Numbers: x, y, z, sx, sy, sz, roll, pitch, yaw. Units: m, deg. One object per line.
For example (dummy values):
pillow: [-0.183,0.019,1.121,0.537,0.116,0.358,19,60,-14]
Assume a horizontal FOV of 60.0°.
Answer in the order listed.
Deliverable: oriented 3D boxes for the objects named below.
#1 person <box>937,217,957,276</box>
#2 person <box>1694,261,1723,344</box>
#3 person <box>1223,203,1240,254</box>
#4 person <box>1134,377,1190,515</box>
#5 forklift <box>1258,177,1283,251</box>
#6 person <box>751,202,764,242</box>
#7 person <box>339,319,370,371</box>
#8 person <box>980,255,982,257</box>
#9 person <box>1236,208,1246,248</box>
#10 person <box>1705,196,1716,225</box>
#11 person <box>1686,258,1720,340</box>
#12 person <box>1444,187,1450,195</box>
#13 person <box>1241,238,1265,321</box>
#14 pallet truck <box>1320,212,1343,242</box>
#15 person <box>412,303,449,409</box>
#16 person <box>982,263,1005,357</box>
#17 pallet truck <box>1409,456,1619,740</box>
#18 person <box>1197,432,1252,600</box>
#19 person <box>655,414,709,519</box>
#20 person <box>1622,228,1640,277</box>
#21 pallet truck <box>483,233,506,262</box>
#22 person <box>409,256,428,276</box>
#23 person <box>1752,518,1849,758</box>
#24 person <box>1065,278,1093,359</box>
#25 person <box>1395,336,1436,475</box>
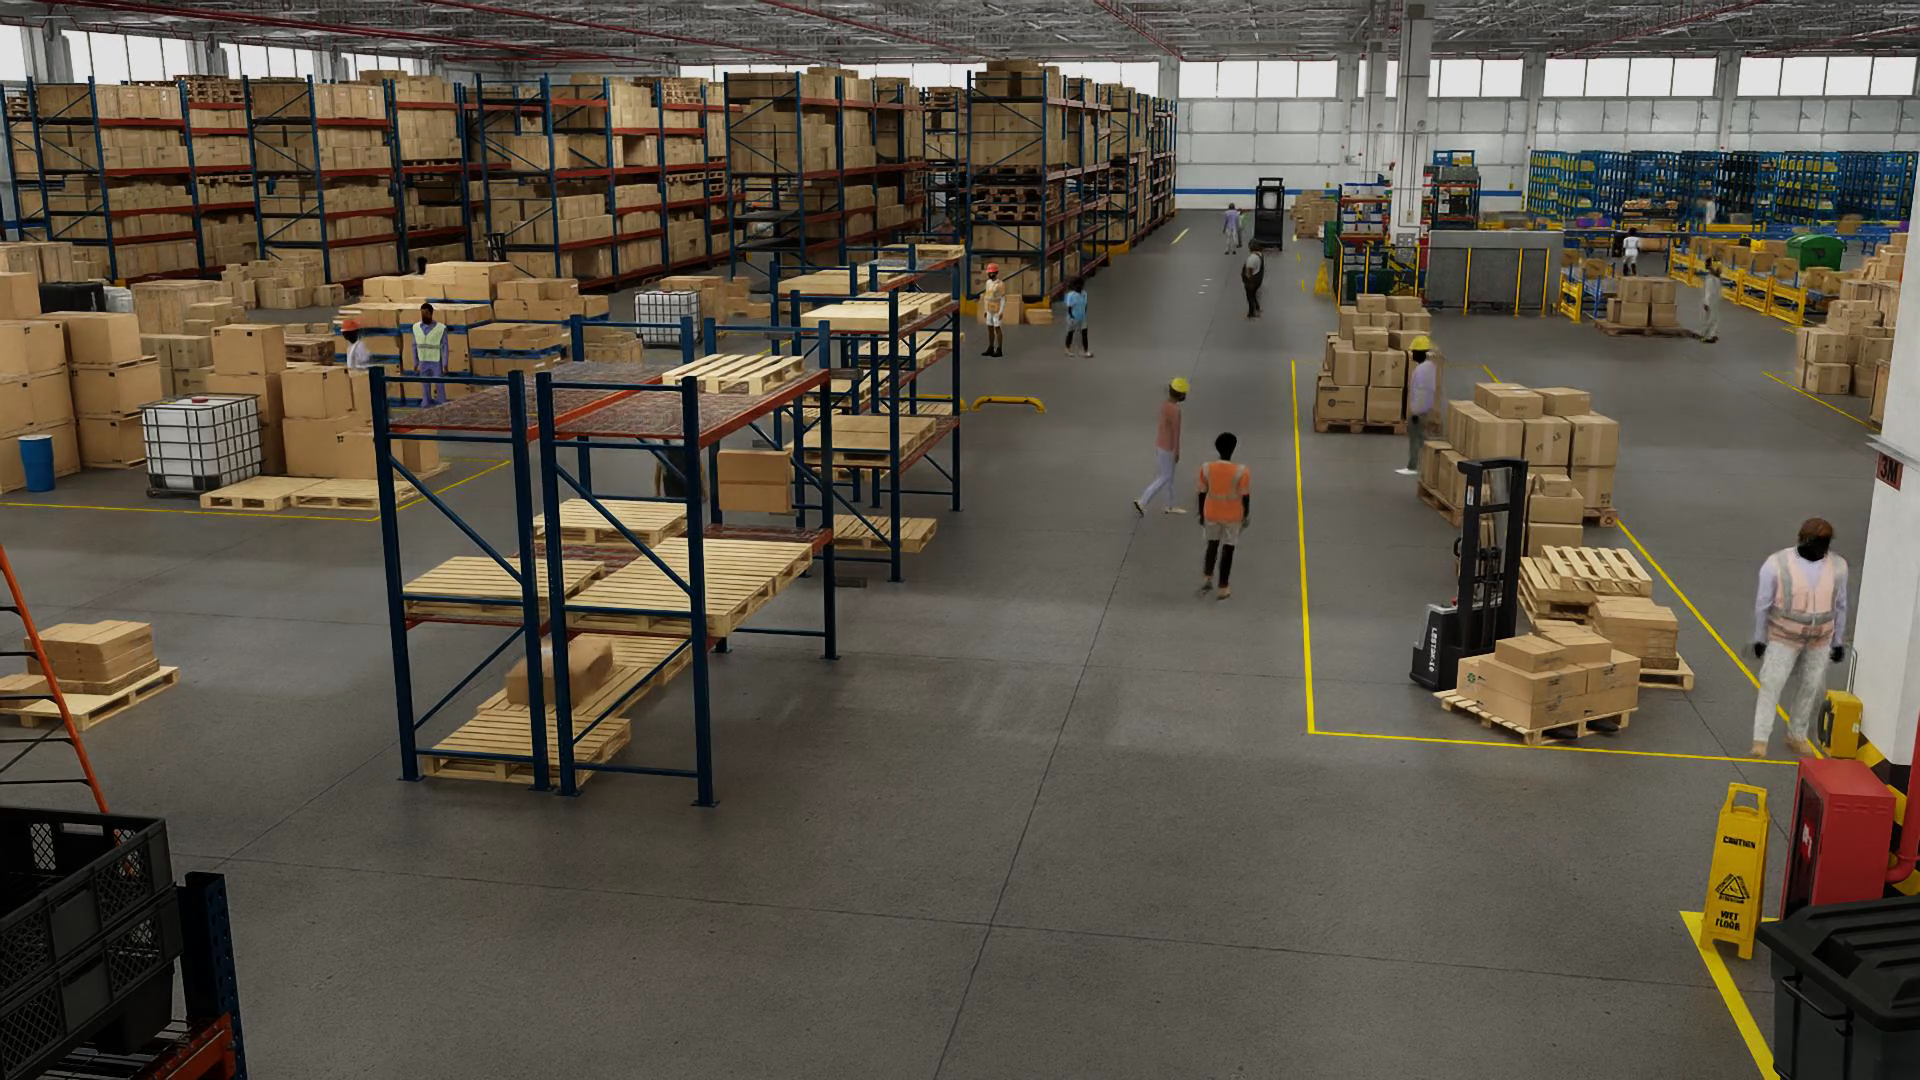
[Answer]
person: [-0.417,-9.561,54.059,0.656,1.888,0.672,1,14,5]
person: [16.509,-5.208,36.559,0.417,1.802,0.618,8,16,30]
person: [10.286,-11.803,63.062,0.633,1.938,0.356,-2,14,-7]
person: [2.446,-1.117,20.114,0.681,1.728,0.578,-2,14,-10]
forklift: [12.083,-12.747,64.956,1.129,2.768,1.873,3,14,10]
person: [-7.839,-12.242,64.926,0.721,1.912,0.557,4,14,17]
person: [-8.990,-2.367,24.874,1.008,1.886,0.566,-9,16,-31]
person: [0.854,-9.278,53.309,0.537,1.695,0.320,-7,15,-26]
person: [11.199,-12.498,66.584,0.500,1.602,0.789,9,17,33]
person: [32.493,-13.897,71.719,0.958,1.863,0.671,5,15,18]
person: [16.682,-5.380,37.212,0.826,1.833,0.544,4,14,14]
person: [23.545,-16.156,80.621,0.396,1.992,0.623,-9,17,-33]
person: [7.203,-6.433,41.050,0.539,2.000,0.685,8,16,30]
pallet truck: [15.874,-13.227,70.310,0.680,1.201,1.601,10,17,35]
person: [-8.507,-2.852,26.763,0.587,1.920,0.390,1,14,6]
person: [0.680,-4.759,34.467,0.370,1.935,0.552,-11,18,-38]
pallet truck: [4.504,0.400,13.395,0.823,1.965,1.885,-6,15,-23]
person: [2.655,-0.244,16.665,0.537,1.685,0.440,7,16,27]
person: [-2.991,-0.542,17.620,0.509,1.816,0.879,-9,16,-31]
person: [20.875,-8.871,51.724,0.529,1.665,0.830,3,14,10]
pallet truck: [-11.832,-7.026,43.548,1.885,1.965,0.823,8,16,28]
person: [-11.783,-5.249,36.440,0.633,1.944,0.526,-10,17,-34]
person: [6.246,0.730,12.382,0.636,1.843,0.430,1,14,5]
person: [2.431,-4.568,34.271,0.536,1.648,0.887,-7,15,-25]
person: [6.254,-1.811,22.534,0.513,1.915,0.603,7,16,27]
